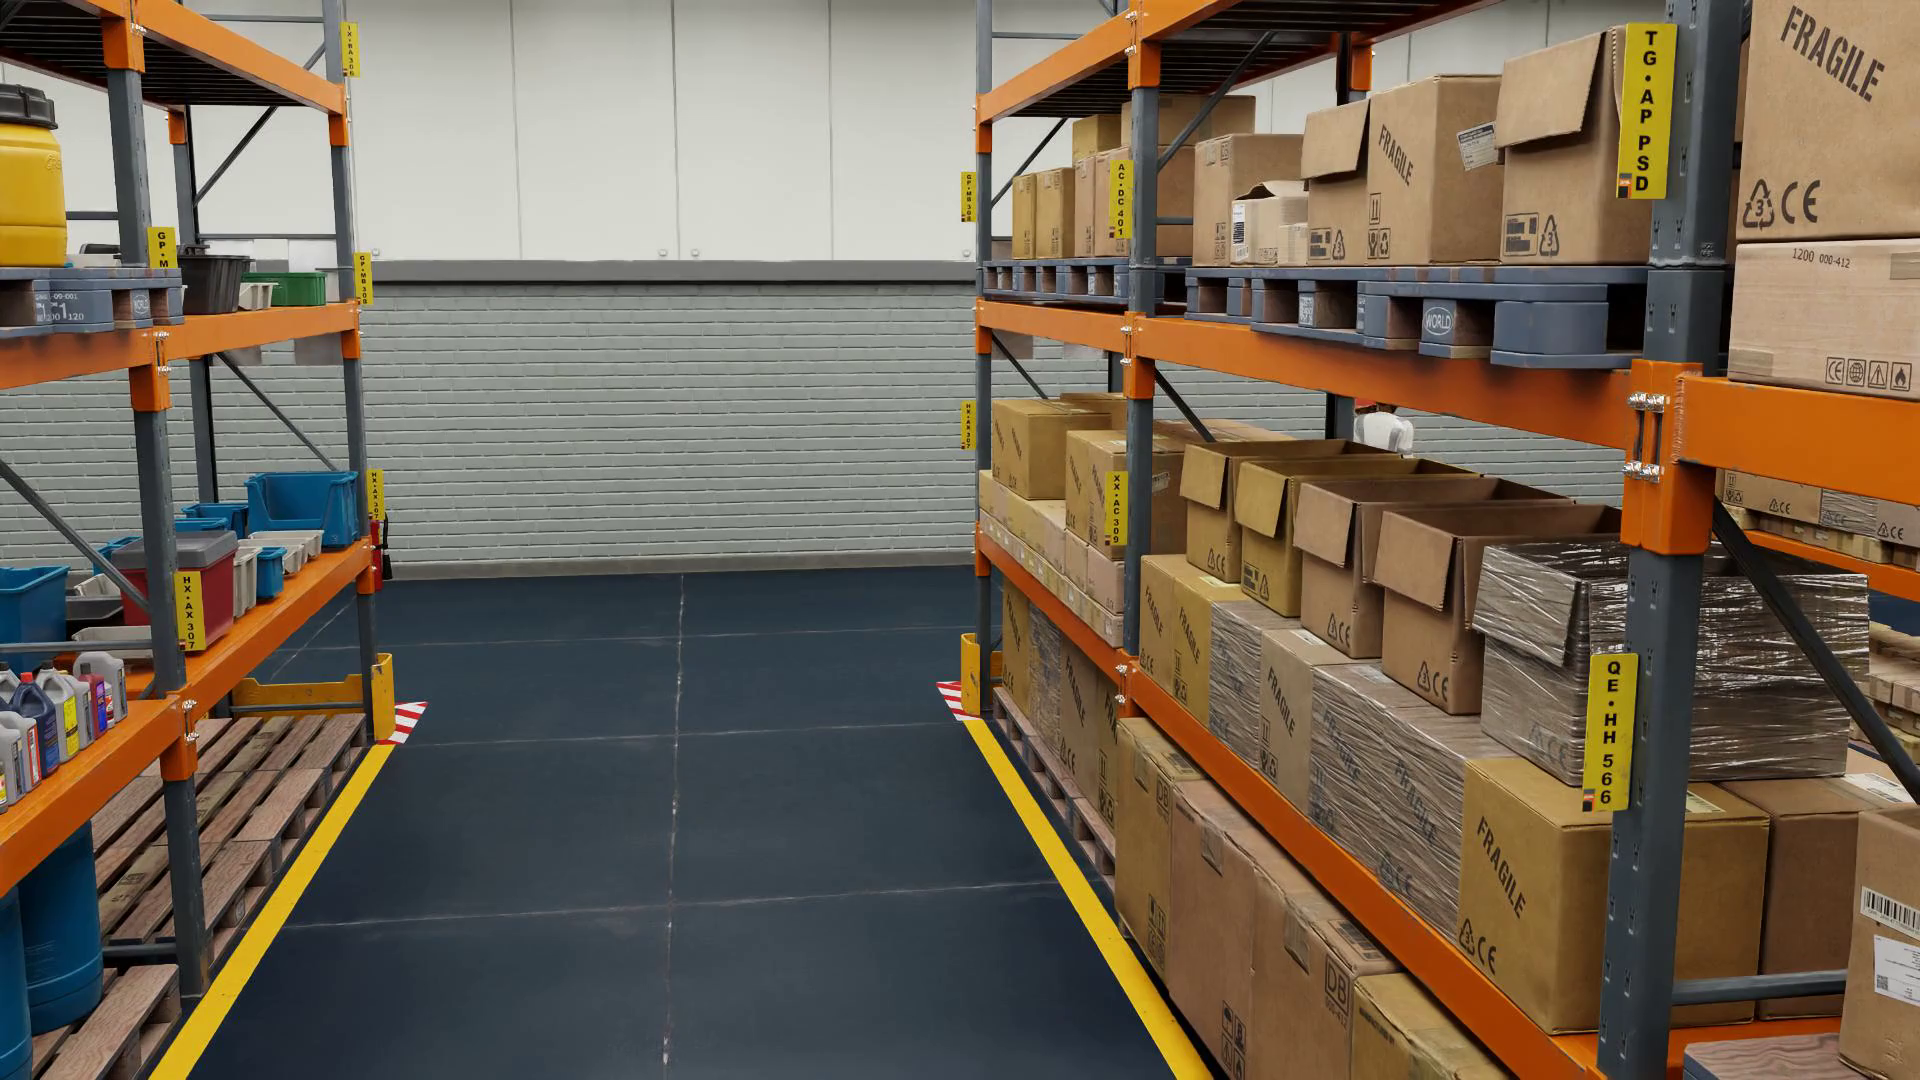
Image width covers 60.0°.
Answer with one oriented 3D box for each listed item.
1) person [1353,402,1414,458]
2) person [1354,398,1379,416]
[{"bbox_3d":[4.010,-0.524,15.774,0.615,2.031,0.403,7,12,38],"label":"person"},{"bbox_3d":[3.957,-0.579,16.515,0.898,1.895,0.568,6,11,33],"label":"person"}]
